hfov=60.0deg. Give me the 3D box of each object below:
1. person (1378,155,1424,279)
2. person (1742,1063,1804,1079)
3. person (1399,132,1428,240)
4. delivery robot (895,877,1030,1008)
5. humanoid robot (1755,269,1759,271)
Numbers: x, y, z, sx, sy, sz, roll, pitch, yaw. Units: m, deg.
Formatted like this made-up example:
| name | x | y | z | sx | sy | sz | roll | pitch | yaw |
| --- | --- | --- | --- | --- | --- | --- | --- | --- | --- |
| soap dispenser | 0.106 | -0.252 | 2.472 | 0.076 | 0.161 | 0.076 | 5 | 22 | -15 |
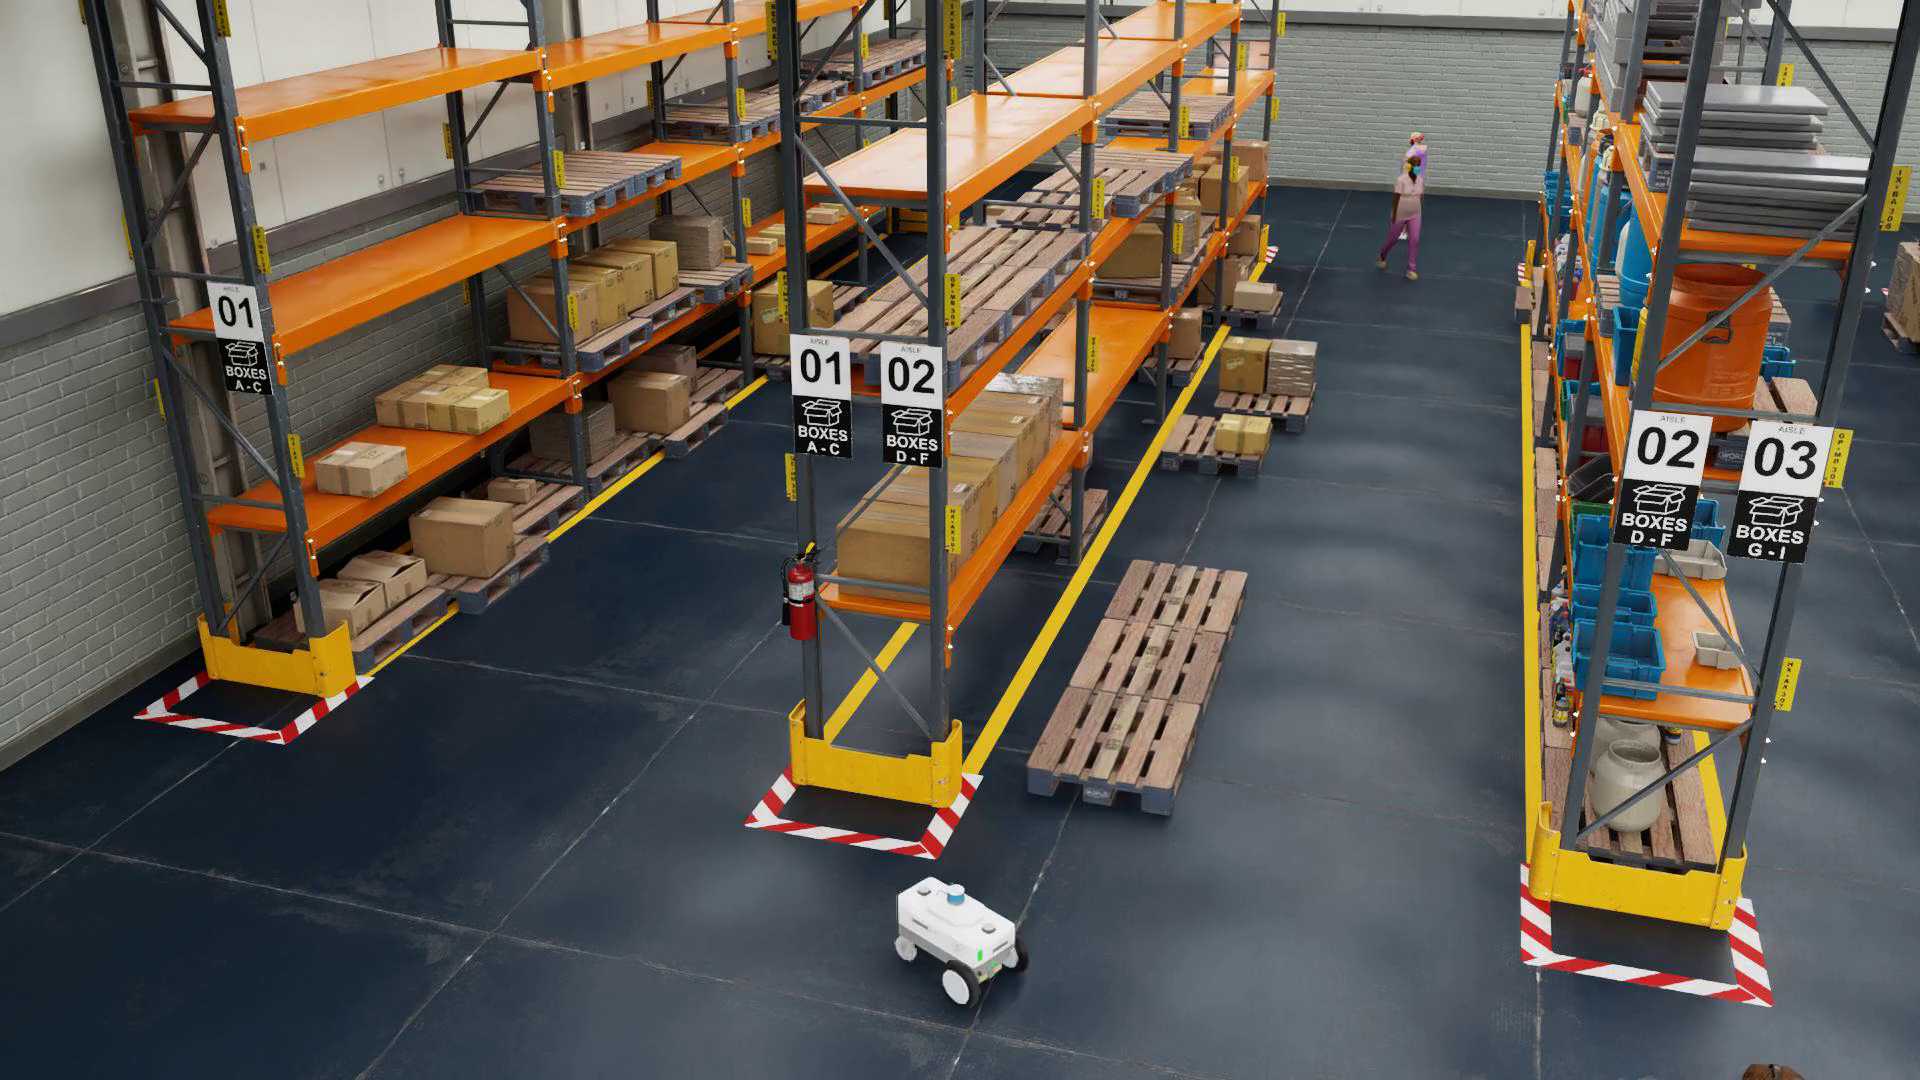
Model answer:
| name | x | y | z | sx | sy | sz | roll | pitch | yaw |
| --- | --- | --- | --- | --- | --- | --- | --- | --- | --- |
| person | 6.470 | -4.750 | 24.283 | 0.510 | 1.769 | 0.789 | -4 | 24 | -10 |
| person | 3.026 | 2.830 | 6.655 | 0.746 | 1.818 | 0.631 | 6 | 24 | 13 |
| person | 7.183 | -5.618 | 26.411 | 0.490 | 1.688 | 0.348 | -14 | 27 | -29 |
| delivery robot | -0.024 | 2.255 | 9.567 | 0.767 | 0.583 | 0.499 | 21 | 31 | 40 |
| humanoid robot | 11.597 | -4.721 | 24.352 | 0.604 | 1.639 | 0.567 | -19 | 30 | -37 |
